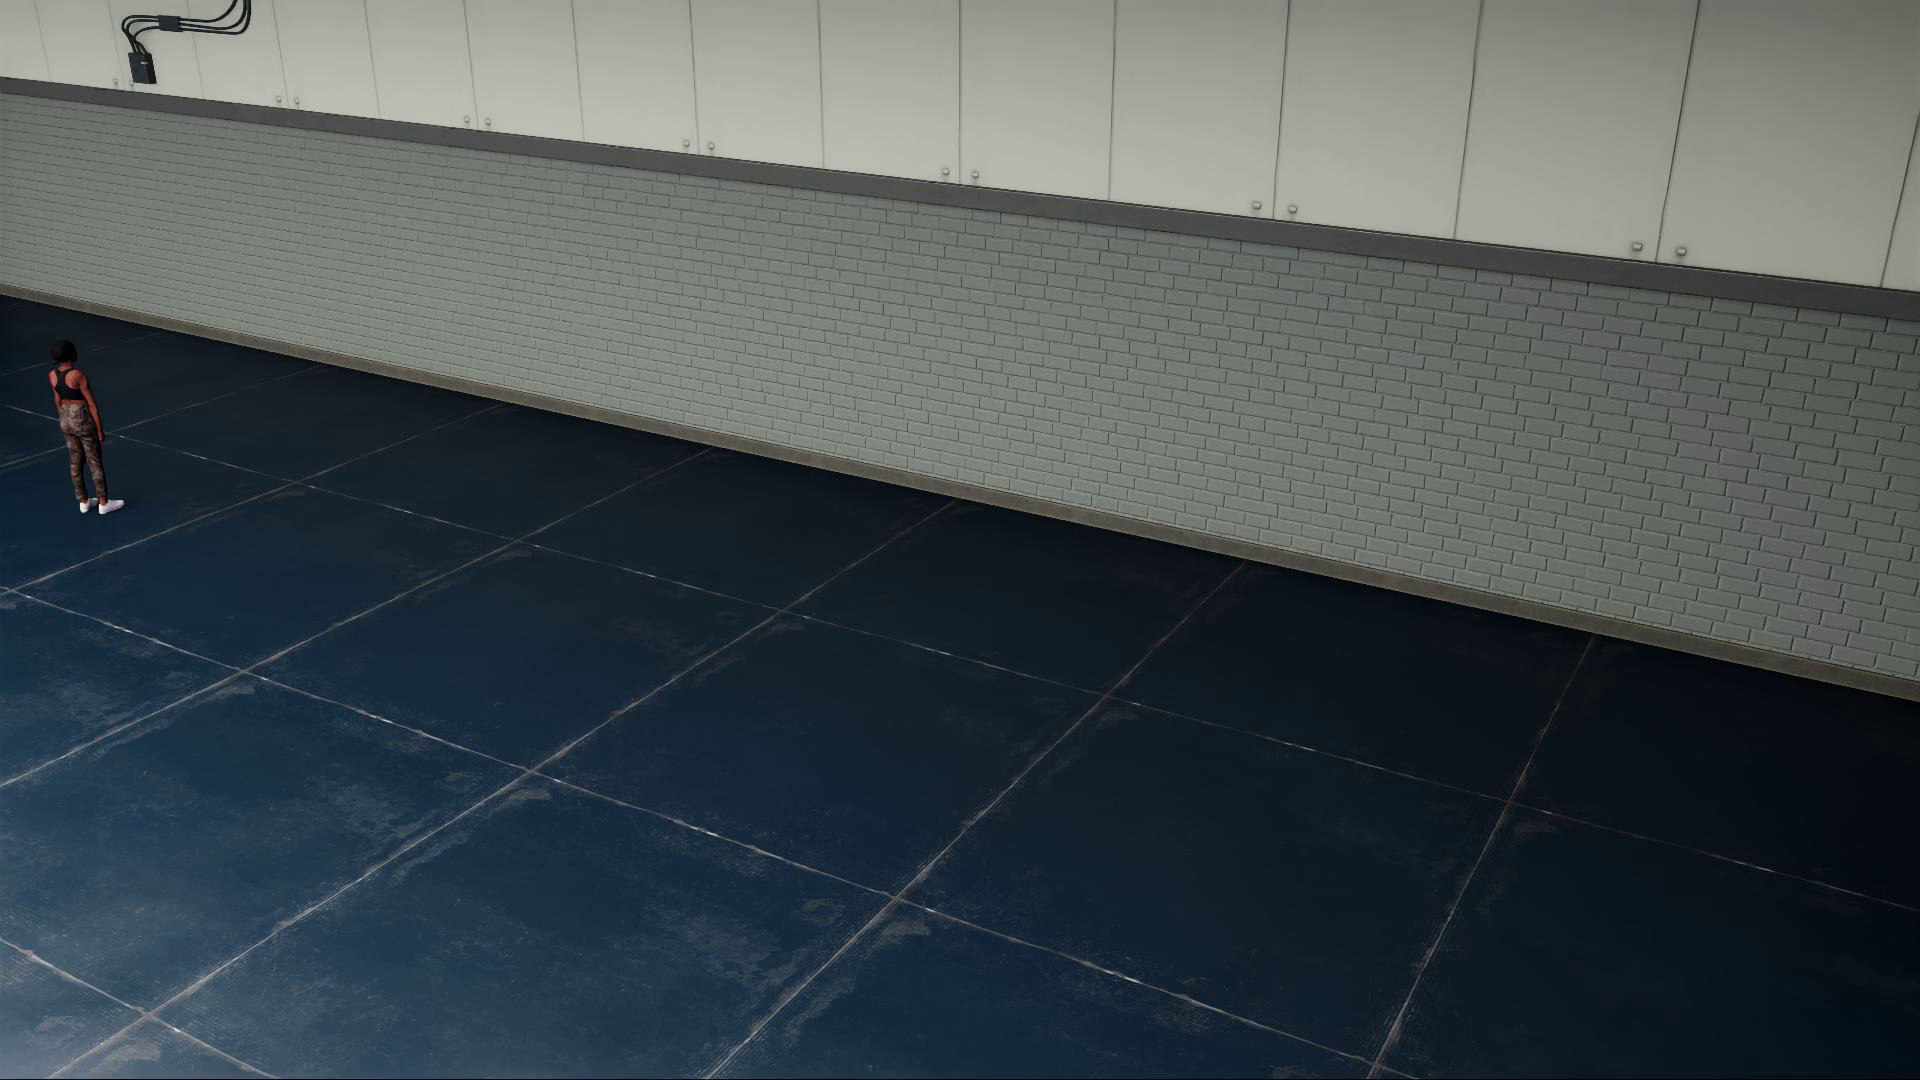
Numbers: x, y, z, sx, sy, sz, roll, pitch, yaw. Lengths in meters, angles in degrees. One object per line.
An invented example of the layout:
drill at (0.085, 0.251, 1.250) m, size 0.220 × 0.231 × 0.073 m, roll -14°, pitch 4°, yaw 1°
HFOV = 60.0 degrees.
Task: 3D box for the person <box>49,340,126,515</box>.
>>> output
person at (-8.321, -1.077, 15.715) m, size 0.633 × 1.701 × 0.622 m, roll 5°, pitch 24°, yaw 12°
